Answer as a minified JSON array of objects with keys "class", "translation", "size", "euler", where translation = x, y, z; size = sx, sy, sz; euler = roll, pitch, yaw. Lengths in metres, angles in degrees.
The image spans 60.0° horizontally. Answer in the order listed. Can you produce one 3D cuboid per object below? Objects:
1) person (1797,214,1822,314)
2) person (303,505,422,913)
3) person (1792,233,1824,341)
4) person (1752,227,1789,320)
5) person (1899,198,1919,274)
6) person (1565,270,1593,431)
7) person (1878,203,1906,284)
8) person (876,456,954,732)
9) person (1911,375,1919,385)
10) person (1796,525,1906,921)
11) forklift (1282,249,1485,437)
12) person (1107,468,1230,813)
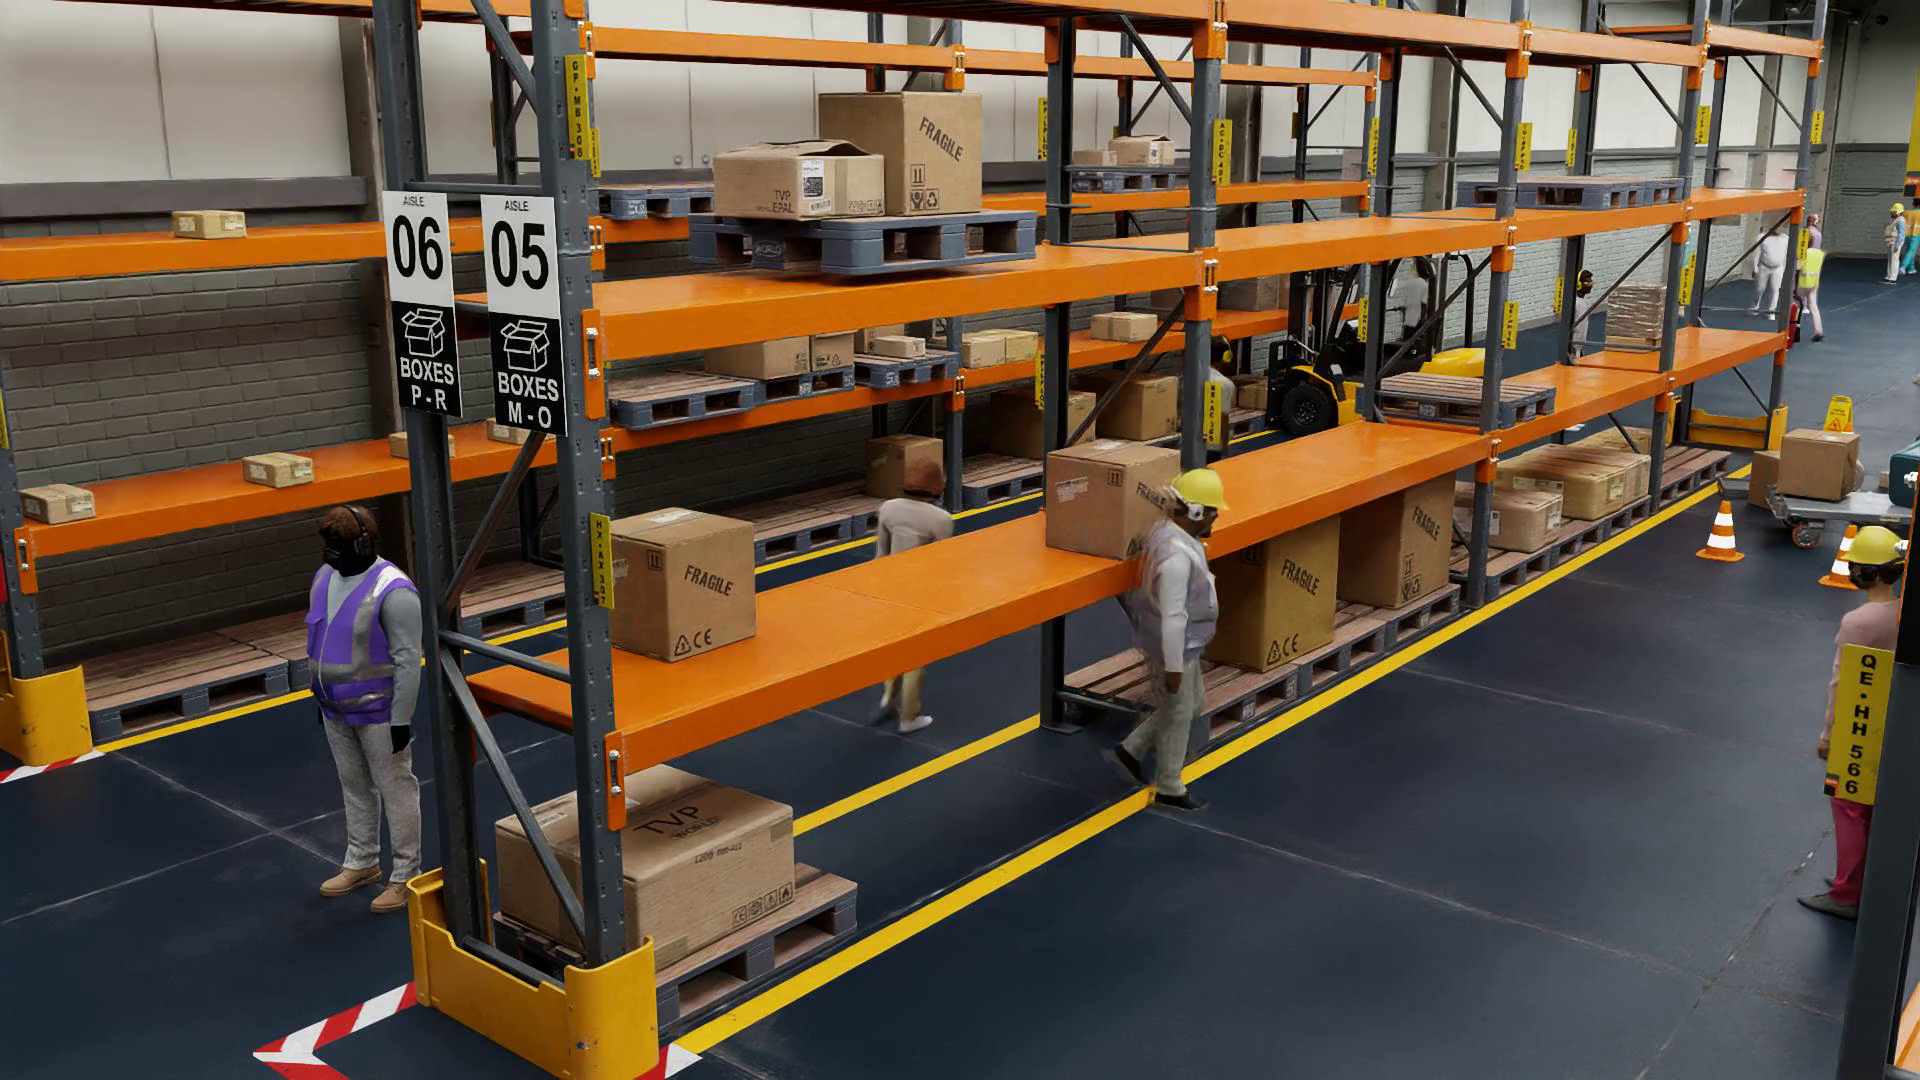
[{"class":"person","translation":[16.297,-5.307,31.982],"size":[0.399,1.900,0.646],"euler":[-4,14,-14]},{"class":"person","translation":[-2.668,0.747,7.440],"size":[0.626,1.844,0.429],"euler":[8,16,30]},{"class":"person","translation":[14.166,-4.234,27.813],"size":[0.578,1.804,0.958],"euler":[-2,14,-10]},{"class":"person","translation":[15.109,-5.069,31.030],"size":[0.650,1.885,0.791],"euler":[3,14,14]},{"class":"person","translation":[23.370,-7.463,40.801],"size":[0.993,1.881,0.598],"euler":[-10,17,-35]},{"class":"person","translation":[7.201,-2.213,19.453],"size":[0.328,1.862,0.518],"euler":[8,16,30]},{"class":"person","translation":[21.402,-6.787,38.127],"size":[0.404,1.835,0.587],"euler":[3,14,14]},{"class":"person","translation":[-0.273,0.313,9.696],"size":[0.512,1.603,0.425],"euler":[9,16,31]},{"class":"person","translation":[13.622,-3.041,22.904],"size":[0.984,1.829,0.593],"euler":[-5,15,-18]},{"class":"person","translation":[3.996,0.804,7.391],"size":[0.521,1.758,0.352],"euler":[-10,17,-34]},{"class":"forklift","translation":[4.886,-2.214,18.767],"size":[2.313,2.155,1.214],"euler":[11,18,38]},{"class":"person","translation":[1.077,0.520,8.436],"size":[0.527,1.804,0.627],"euler":[2,14,7]}]
